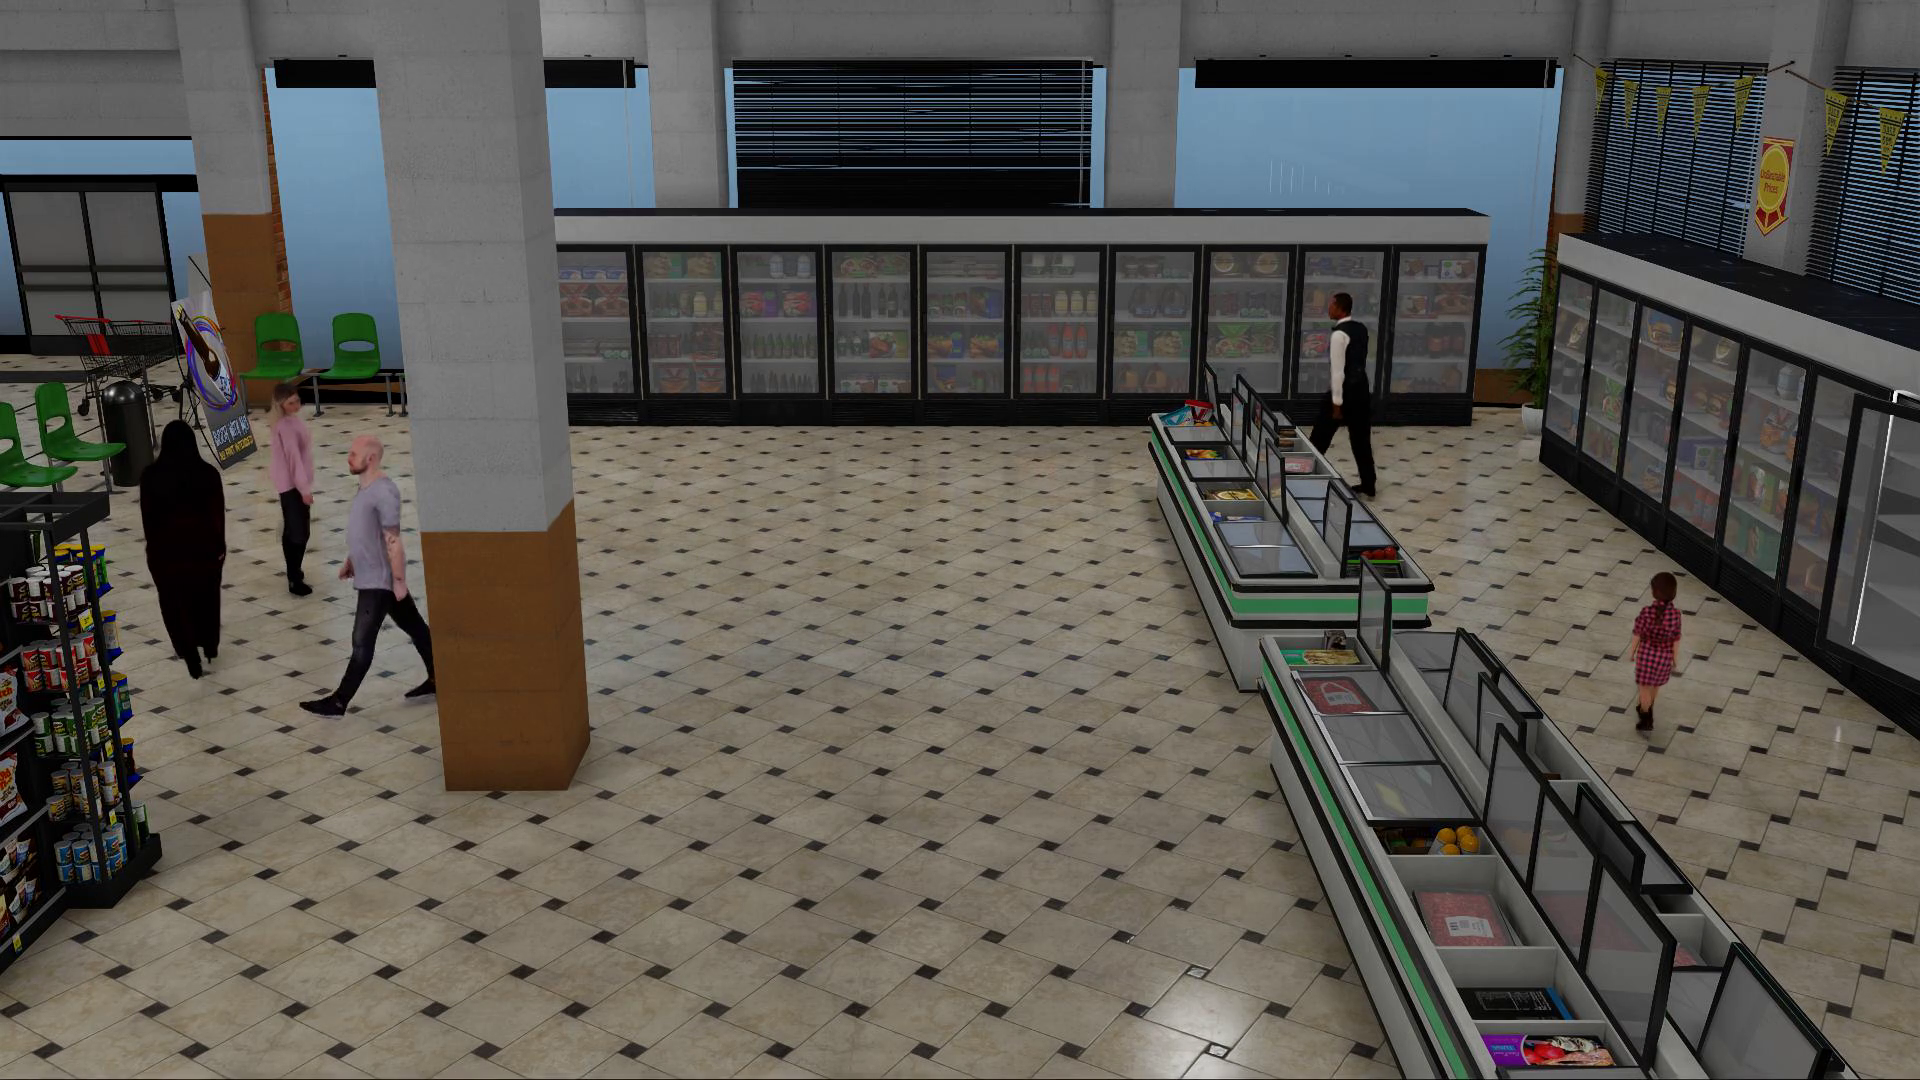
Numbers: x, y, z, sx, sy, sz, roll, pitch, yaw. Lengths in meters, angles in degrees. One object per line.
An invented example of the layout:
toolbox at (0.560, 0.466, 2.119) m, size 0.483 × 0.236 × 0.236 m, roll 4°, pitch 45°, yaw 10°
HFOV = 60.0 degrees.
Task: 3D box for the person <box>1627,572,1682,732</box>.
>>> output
person at (4.274, 0.702, 10.240) m, size 0.485 × 1.013 × 0.716 m, roll 2°, pitch 17°, yaw 7°

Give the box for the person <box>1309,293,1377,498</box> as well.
person at (3.660, -1.304, 15.388) m, size 1.231 × 1.859 × 1.348 m, roll -13°, pitch 21°, yaw -36°

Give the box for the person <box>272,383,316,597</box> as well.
person at (-5.186, -0.425, 12.833) m, size 0.895 × 1.661 × 0.691 m, roll -13°, pitch 21°, yaw -36°

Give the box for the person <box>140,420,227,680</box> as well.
person at (-5.107, 0.098, 10.985) m, size 0.972 × 1.734 × 1.132 m, roll -9°, pitch 19°, yaw -28°

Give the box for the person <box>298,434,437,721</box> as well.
person at (-3.542, 0.227, 10.468) m, size 1.114 × 1.788 × 1.223 m, roll -9°, pitch 19°, yaw -26°
